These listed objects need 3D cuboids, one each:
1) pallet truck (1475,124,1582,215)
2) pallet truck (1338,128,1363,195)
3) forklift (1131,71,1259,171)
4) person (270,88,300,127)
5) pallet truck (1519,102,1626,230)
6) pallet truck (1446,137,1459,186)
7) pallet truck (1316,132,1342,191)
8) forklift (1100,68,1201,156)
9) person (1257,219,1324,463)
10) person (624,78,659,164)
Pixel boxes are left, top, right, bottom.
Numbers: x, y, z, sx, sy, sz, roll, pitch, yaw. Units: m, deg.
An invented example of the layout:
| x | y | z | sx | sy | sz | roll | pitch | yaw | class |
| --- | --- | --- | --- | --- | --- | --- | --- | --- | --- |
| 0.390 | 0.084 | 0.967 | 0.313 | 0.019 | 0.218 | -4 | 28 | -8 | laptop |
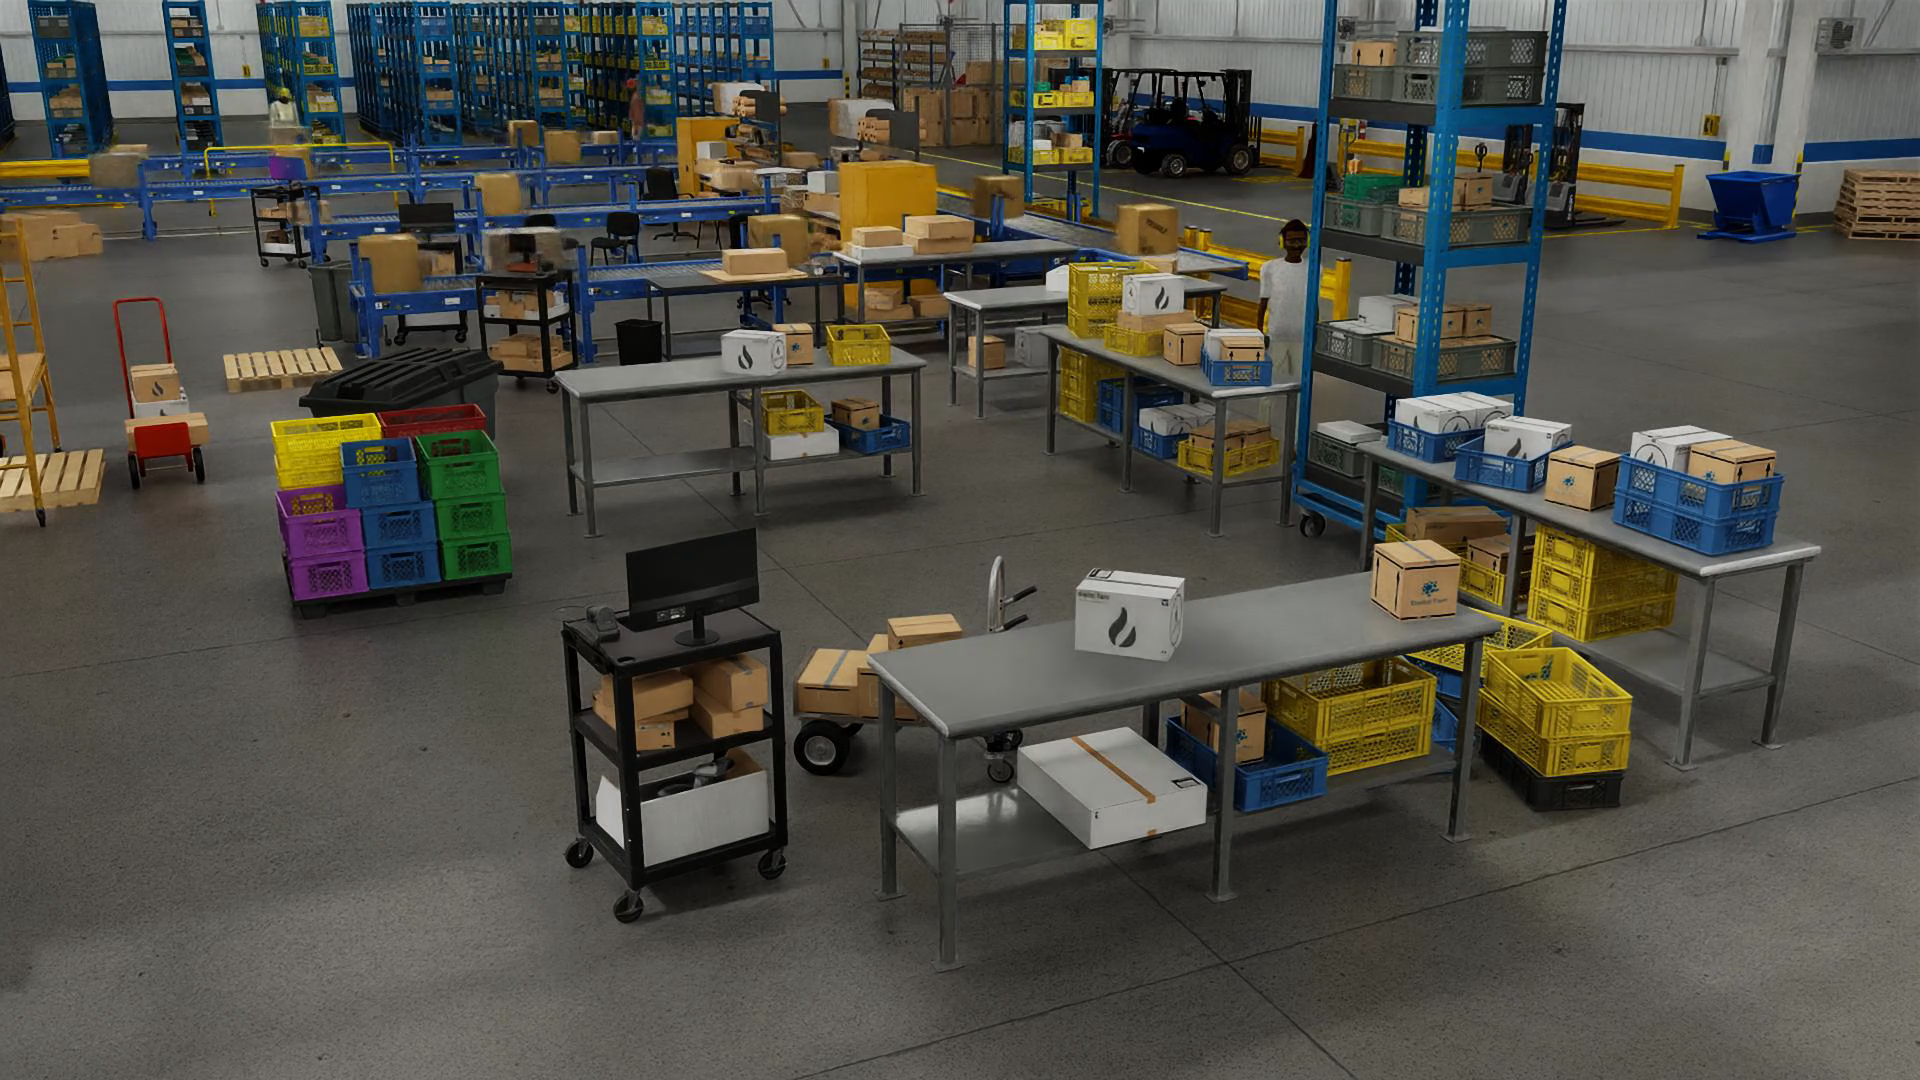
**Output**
| x | y | z | sx | sy | sz | roll | pitch | yaw | class |
| --- | --- | --- | --- | --- | --- | --- | --- | --- | --- |
| 9.707 | -6.455 | 28.103 | 1.885 | 1.965 | 0.823 | -7 | 19 | -20 | pallet truck |
| 7.845 | -7.140 | 31.411 | 1.522 | 1.261 | 0.704 | -9 | 20 | -25 | pallet truck |
| 4.998 | -8.936 | 35.413 | 2.680 | 1.987 | 1.157 | -9 | 20 | -25 | forklift |
| -14.699 | -8.936 | 36.287 | 0.655 | 1.759 | 0.905 | -12 | 21 | -34 | person |
| 9.972 | -6.037 | 26.785 | 1.885 | 1.965 | 0.823 | -9 | 20 | -25 | pallet truck |
| 9.184 | -6.485 | 29.328 | 1.630 | 1.274 | 0.653 | -8 | 19 | -23 | pallet truck |
| 7.723 | -7.504 | 32.656 | 1.601 | 1.201 | 0.680 | -8 | 19 | -23 | pallet truck |
| 4.082 | -9.564 | 37.410 | 2.680 | 1.987 | 1.157 | -8 | 19 | -23 | forklift |
| 2.516 | -1.519 | 12.760 | 0.513 | 1.872 | 0.328 | -1 | 18 | -5 | person |
| -7.080 | -9.205 | 36.808 | 0.629 | 1.971 | 0.651 | -2 | 18 | -6 | person |
